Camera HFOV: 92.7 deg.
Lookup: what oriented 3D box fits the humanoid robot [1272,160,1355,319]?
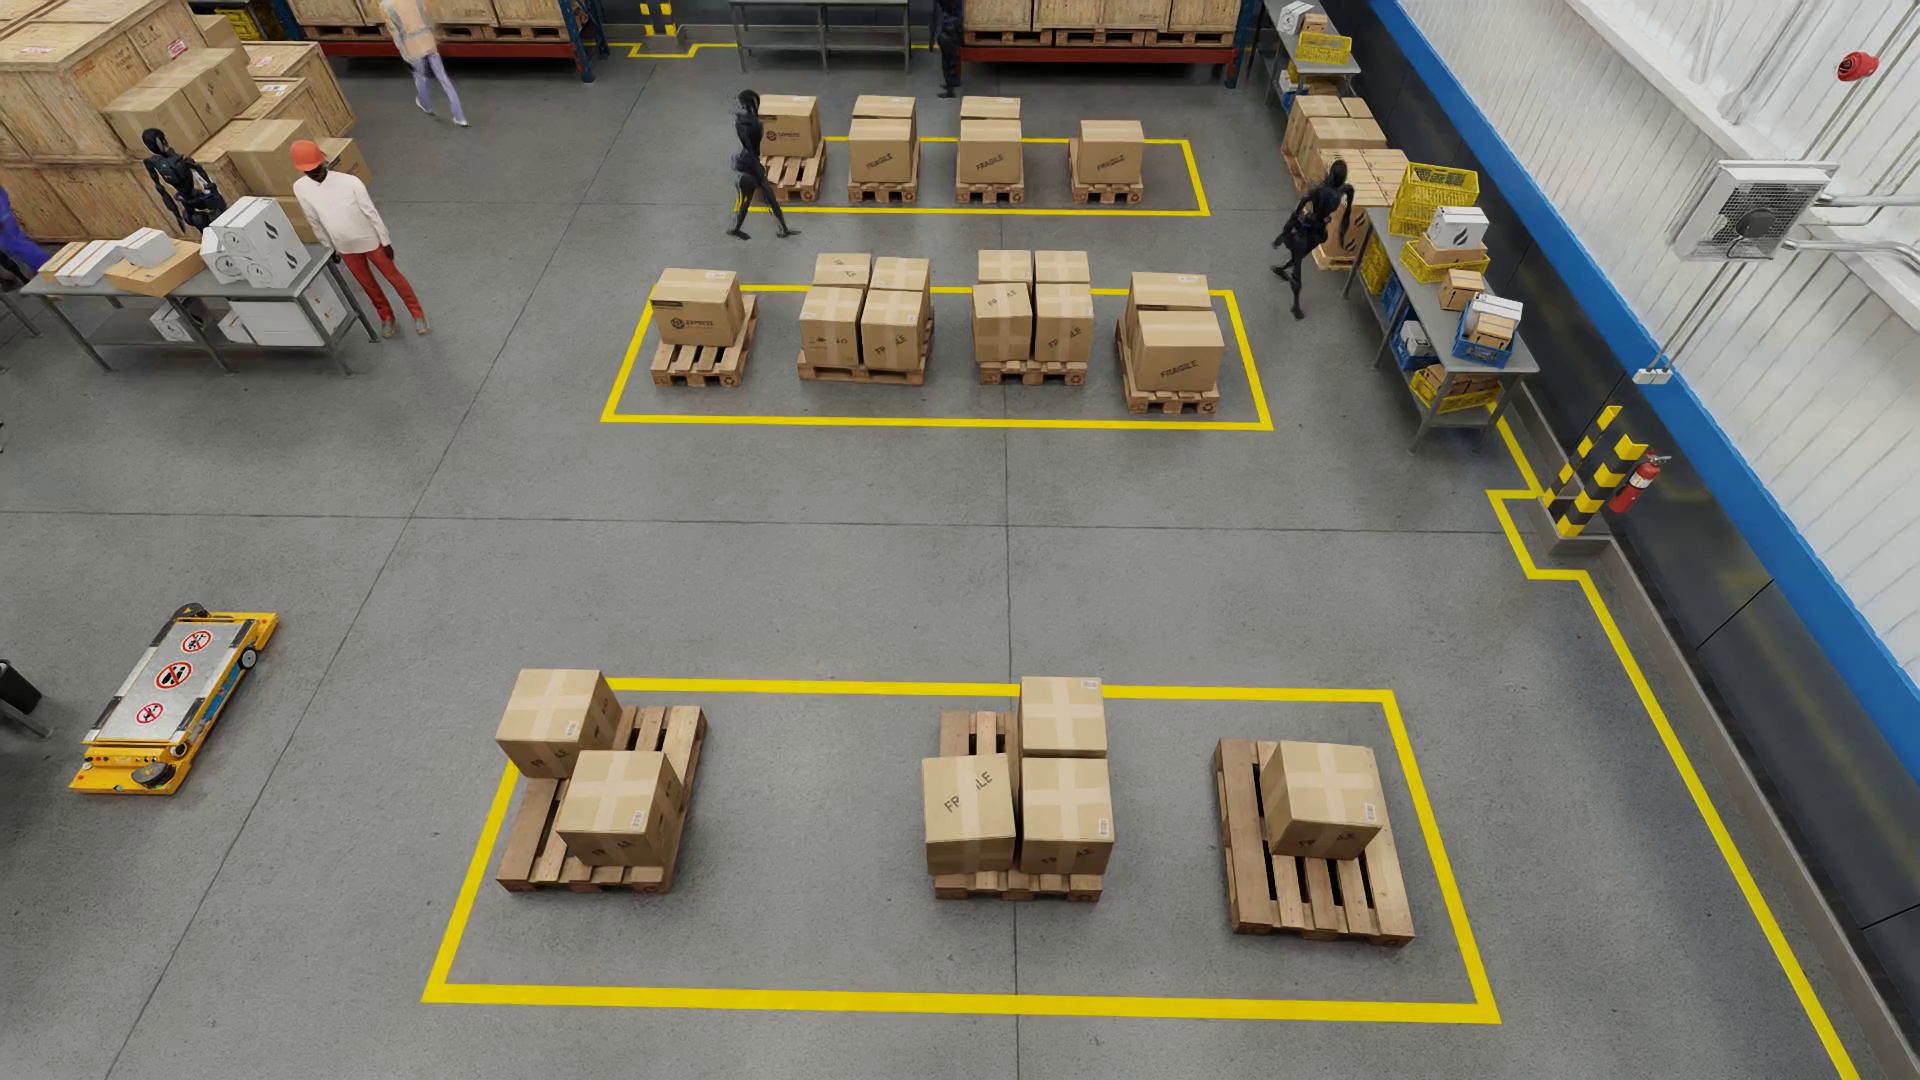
[{"bbox_3d":[3.501,-3.101,9.117,0.647,1.610,0.852,-15,51,-12],"label":"humanoid robot"}]

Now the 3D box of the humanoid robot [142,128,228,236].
[{"bbox_3d":[-7.645,-3.315,9.238,0.585,1.660,0.331,-5,50,-4],"label":"humanoid robot"}]

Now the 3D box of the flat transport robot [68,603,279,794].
[{"bbox_3d":[-5.504,1.072,6.442,0.652,0.197,1.431,1,50,1],"label":"flat transport robot"}]

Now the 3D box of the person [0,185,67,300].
[{"bbox_3d":[-9.701,-3.324,9.020,0.719,2.000,0.535,33,57,25],"label":"person"}]

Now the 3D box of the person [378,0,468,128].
[{"bbox_3d":[-6.902,-6.269,11.621,0.995,1.872,0.591,34,58,25],"label":"person"}]

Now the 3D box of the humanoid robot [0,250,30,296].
[{"bbox_3d":[-10.045,-3.182,9.138,0.598,1.665,0.329,-7,50,-6],"label":"humanoid robot"}]

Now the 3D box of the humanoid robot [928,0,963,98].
[{"bbox_3d":[-0.171,-6.779,12.180,0.349,1.651,0.645,24,54,19],"label":"humanoid robot"}]

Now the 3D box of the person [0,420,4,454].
[{"bbox_3d":[-8.758,-1.463,7.637,0.361,1.746,0.543,-31,57,-24],"label":"person"}]

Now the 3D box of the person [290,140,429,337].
[{"bbox_3d":[-5.660,-2.780,8.595,0.614,1.986,0.399,-8,50,-6],"label":"person"}]

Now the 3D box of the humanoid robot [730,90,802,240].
[{"bbox_3d":[-2.228,-3.971,9.842,0.820,1.614,0.601,11,51,9],"label":"humanoid robot"}]
